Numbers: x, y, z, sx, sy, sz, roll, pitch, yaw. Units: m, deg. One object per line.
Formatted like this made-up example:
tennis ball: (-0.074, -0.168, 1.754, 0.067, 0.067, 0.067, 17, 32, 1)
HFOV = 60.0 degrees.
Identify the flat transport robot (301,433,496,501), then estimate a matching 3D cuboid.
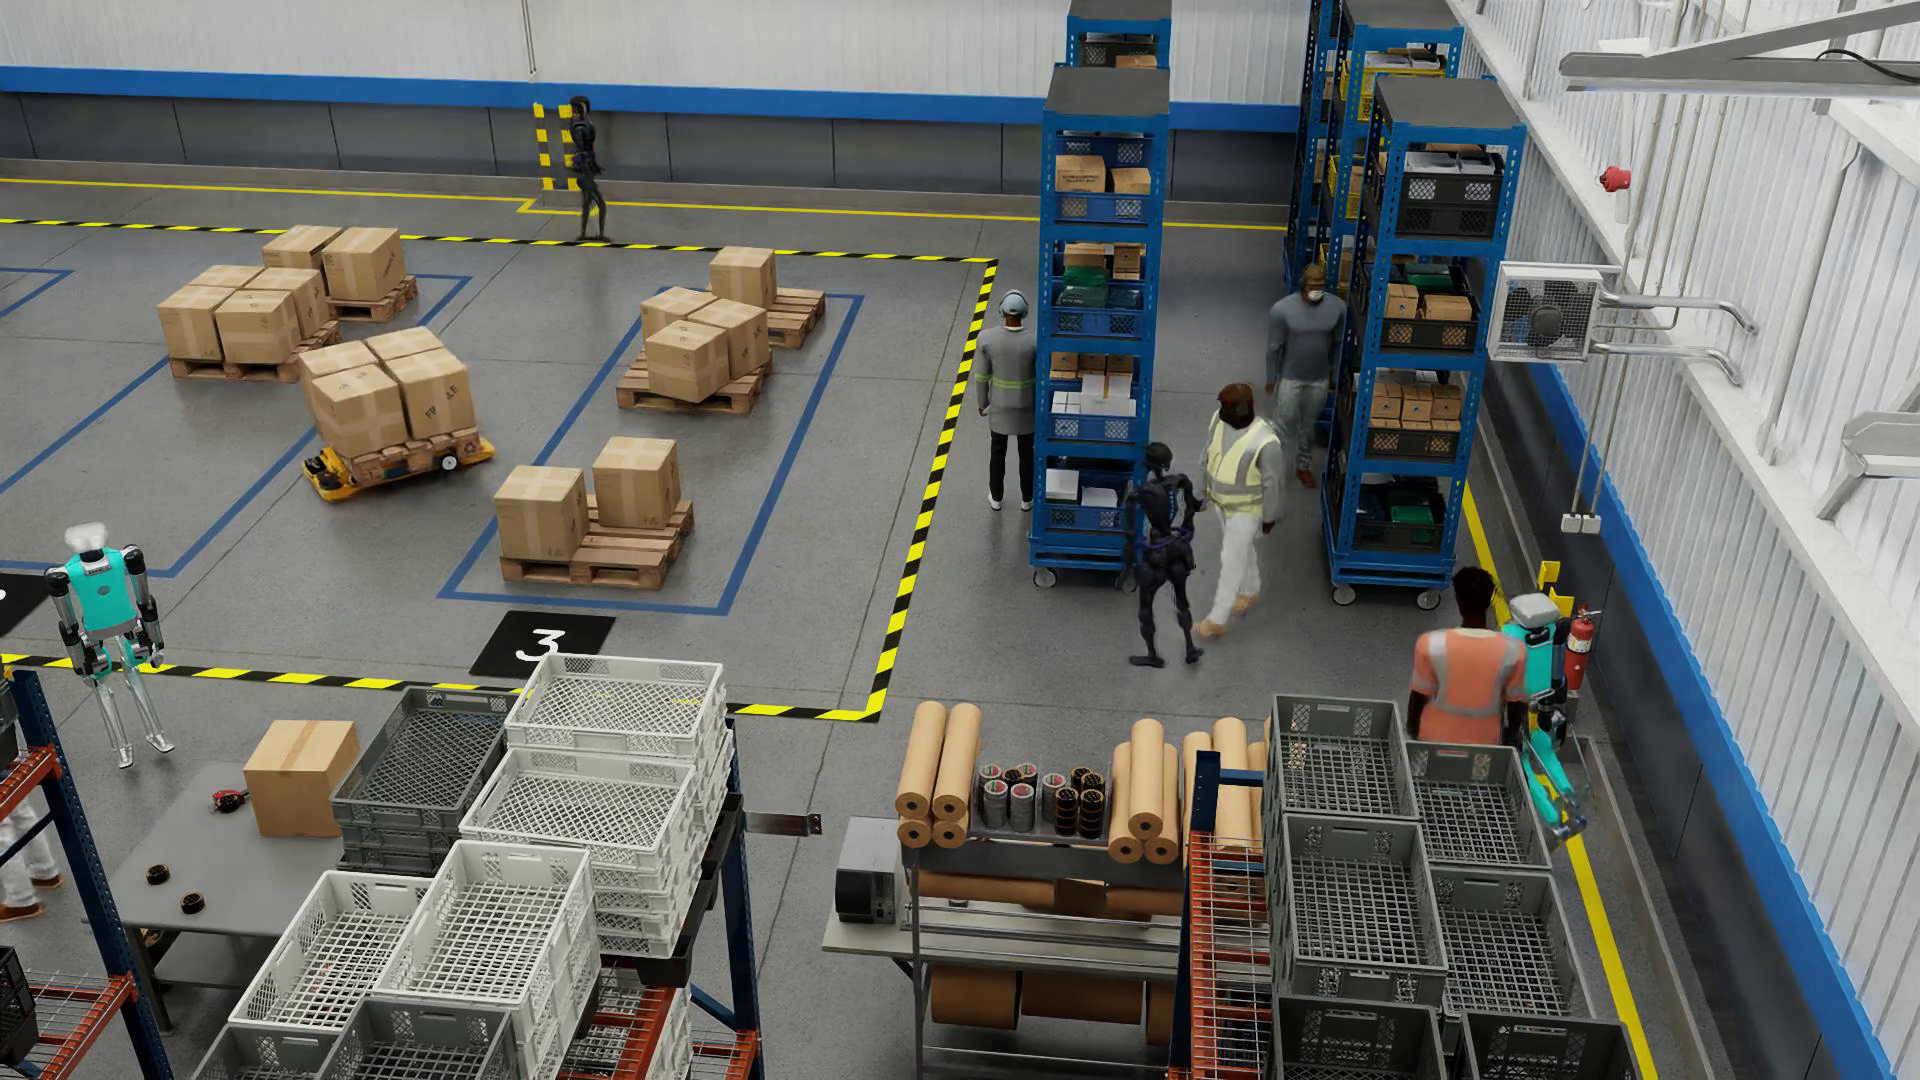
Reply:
flat transport robot: (-4.689, -0.725, 13.890, 1.431, 0.197, 0.652, -19, 35, -29)

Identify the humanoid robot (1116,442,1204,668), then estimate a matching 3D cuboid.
humanoid robot: (1.378, 0.134, 11.049, 0.616, 1.648, 0.450, -16, 34, -25)

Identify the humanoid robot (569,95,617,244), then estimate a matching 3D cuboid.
humanoid robot: (-4.080, -4.073, 18.276, 0.478, 1.645, 0.591, -2, 30, -4)

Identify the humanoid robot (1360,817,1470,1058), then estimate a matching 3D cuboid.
humanoid robot: (2.257, 1.886, 8.072, 0.616, 1.644, 0.683, 2, 30, 3)

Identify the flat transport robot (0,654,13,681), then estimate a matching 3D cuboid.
flat transport robot: (-7.142, 0.969, 11.010, 1.431, 0.231, 0.659, 3, 30, 6)

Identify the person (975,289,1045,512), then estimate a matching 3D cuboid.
person: (0.417, -1.082, 12.958, 0.590, 1.852, 0.371, 3, 30, 5)

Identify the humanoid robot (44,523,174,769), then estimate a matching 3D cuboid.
humanoid robot: (-5.168, 0.571, 10.102, 0.533, 1.675, 0.735, -21, 36, -32)

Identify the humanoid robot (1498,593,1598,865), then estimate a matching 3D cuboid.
humanoid robot: (3.235, 1.198, 9.145, 0.559, 1.750, 0.844, -13, 33, -22)

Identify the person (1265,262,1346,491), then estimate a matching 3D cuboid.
person: (2.731, -1.304, 13.255, 0.634, 1.937, 0.353, -4, 30, -7)

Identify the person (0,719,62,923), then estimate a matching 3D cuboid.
person: (-5.263, 1.225, 8.973, 0.360, 1.878, 0.585, -2, 30, -3)

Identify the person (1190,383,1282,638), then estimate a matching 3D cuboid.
person: (1.852, -0.231, 11.552, 0.898, 1.802, 0.629, -17, 34, -26)

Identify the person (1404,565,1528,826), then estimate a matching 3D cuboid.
person: (2.758, 1.087, 9.152, 0.629, 1.939, 0.658, 4, 30, 7)
